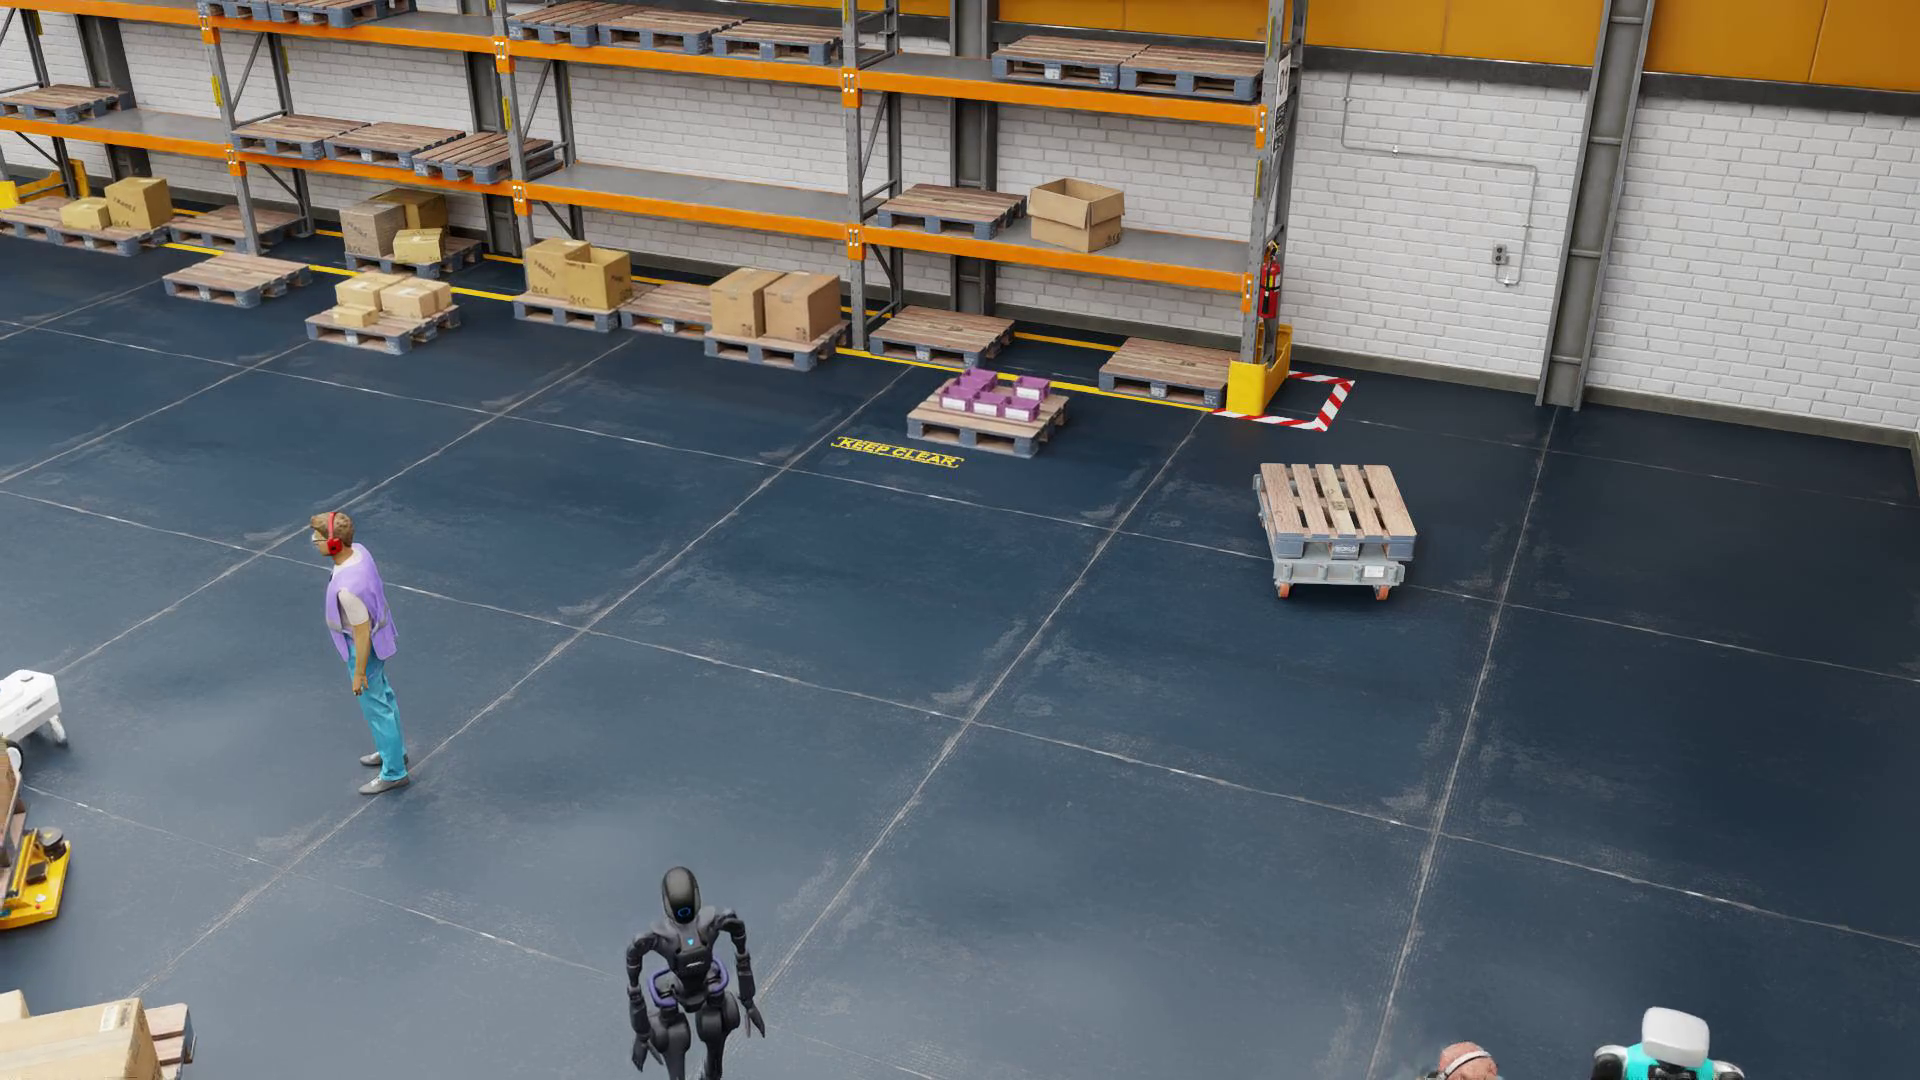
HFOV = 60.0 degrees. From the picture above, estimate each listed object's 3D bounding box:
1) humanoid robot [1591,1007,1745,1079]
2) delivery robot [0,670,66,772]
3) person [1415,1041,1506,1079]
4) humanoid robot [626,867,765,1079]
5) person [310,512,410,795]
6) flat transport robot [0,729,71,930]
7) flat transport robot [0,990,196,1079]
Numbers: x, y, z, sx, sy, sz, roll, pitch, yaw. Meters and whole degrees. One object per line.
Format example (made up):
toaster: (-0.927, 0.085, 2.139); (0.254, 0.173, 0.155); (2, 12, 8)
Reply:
humanoid robot: (2.553, 2.666, 6.184); (0.548, 1.785, 0.829); (7, 28, 14)
delivery robot: (-6.006, 1.152, 10.391); (0.523, 0.600, 0.771); (8, 28, 16)
person: (1.706, 2.540, 6.284); (0.696, 1.851, 0.924); (-8, 28, -15)
humanoid robot: (-1.155, 2.107, 7.331); (0.603, 1.635, 0.630); (-12, 29, -21)
person: (-3.544, 0.662, 9.928); (0.372, 1.842, 0.568); (-7, 28, -13)
flat transport robot: (-5.719, 1.964, 9.124); (1.431, 0.231, 0.659); (-9, 29, -17)
flat transport robot: (-4.114, 2.804, 7.495); (0.659, 0.231, 1.431); (-8, 28, -15)
